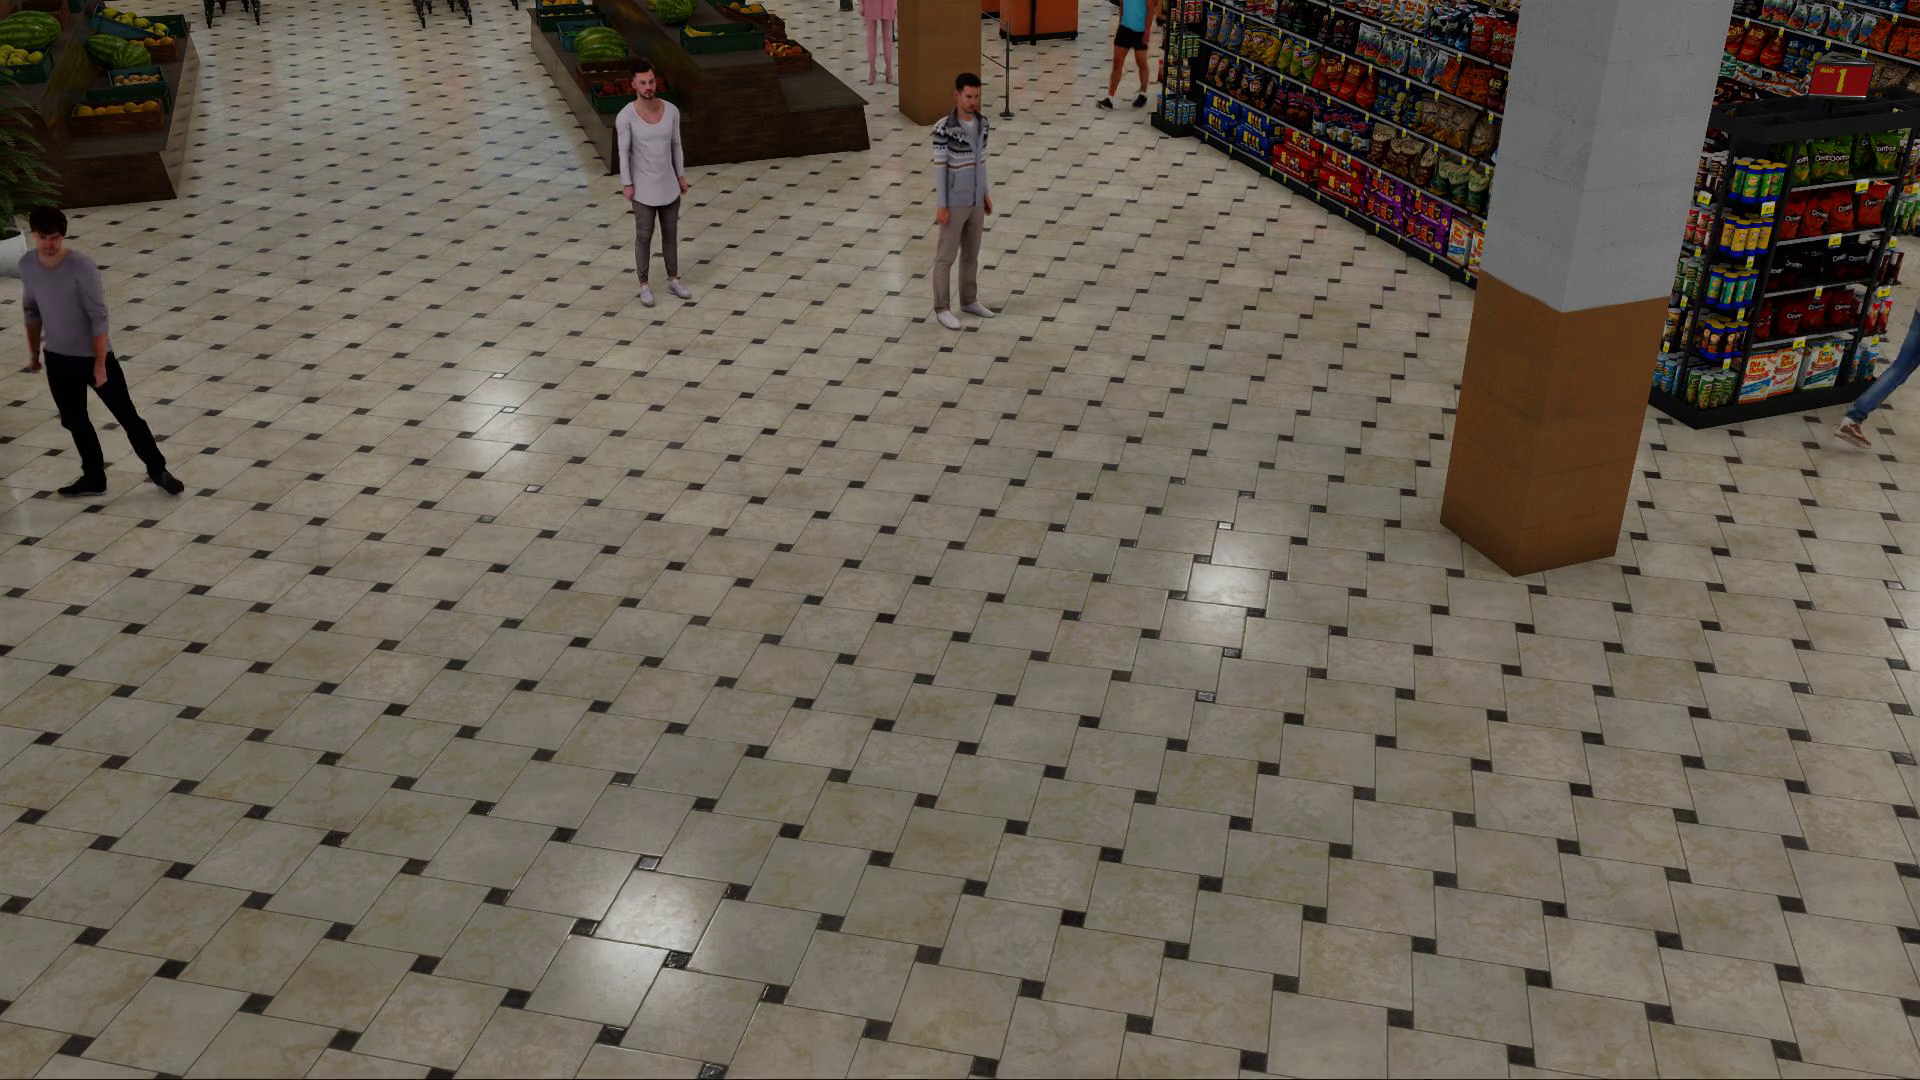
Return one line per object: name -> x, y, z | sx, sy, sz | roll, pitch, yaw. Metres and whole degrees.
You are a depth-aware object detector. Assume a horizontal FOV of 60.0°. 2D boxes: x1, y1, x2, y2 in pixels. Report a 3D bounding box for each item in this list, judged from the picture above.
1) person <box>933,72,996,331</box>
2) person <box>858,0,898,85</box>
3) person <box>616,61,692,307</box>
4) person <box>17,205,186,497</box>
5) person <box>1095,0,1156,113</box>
person -> 0.007, -2.526, 12.279 | 0.765, 1.860, 0.733 | -25, 37, -38
person -> -0.920, -6.115, 18.912 | 0.673, 1.803, 0.603 | -5, 29, -10
person -> -2.330, -2.721, 12.658 | 0.720, 1.840, 0.631 | -17, 33, -29
person -> -5.133, -1.081, 9.672 | 0.975, 1.821, 0.937 | 14, 32, 24
person -> 1.933, -5.476, 17.800 | 1.082, 1.747, 1.034 | 21, 35, 34
